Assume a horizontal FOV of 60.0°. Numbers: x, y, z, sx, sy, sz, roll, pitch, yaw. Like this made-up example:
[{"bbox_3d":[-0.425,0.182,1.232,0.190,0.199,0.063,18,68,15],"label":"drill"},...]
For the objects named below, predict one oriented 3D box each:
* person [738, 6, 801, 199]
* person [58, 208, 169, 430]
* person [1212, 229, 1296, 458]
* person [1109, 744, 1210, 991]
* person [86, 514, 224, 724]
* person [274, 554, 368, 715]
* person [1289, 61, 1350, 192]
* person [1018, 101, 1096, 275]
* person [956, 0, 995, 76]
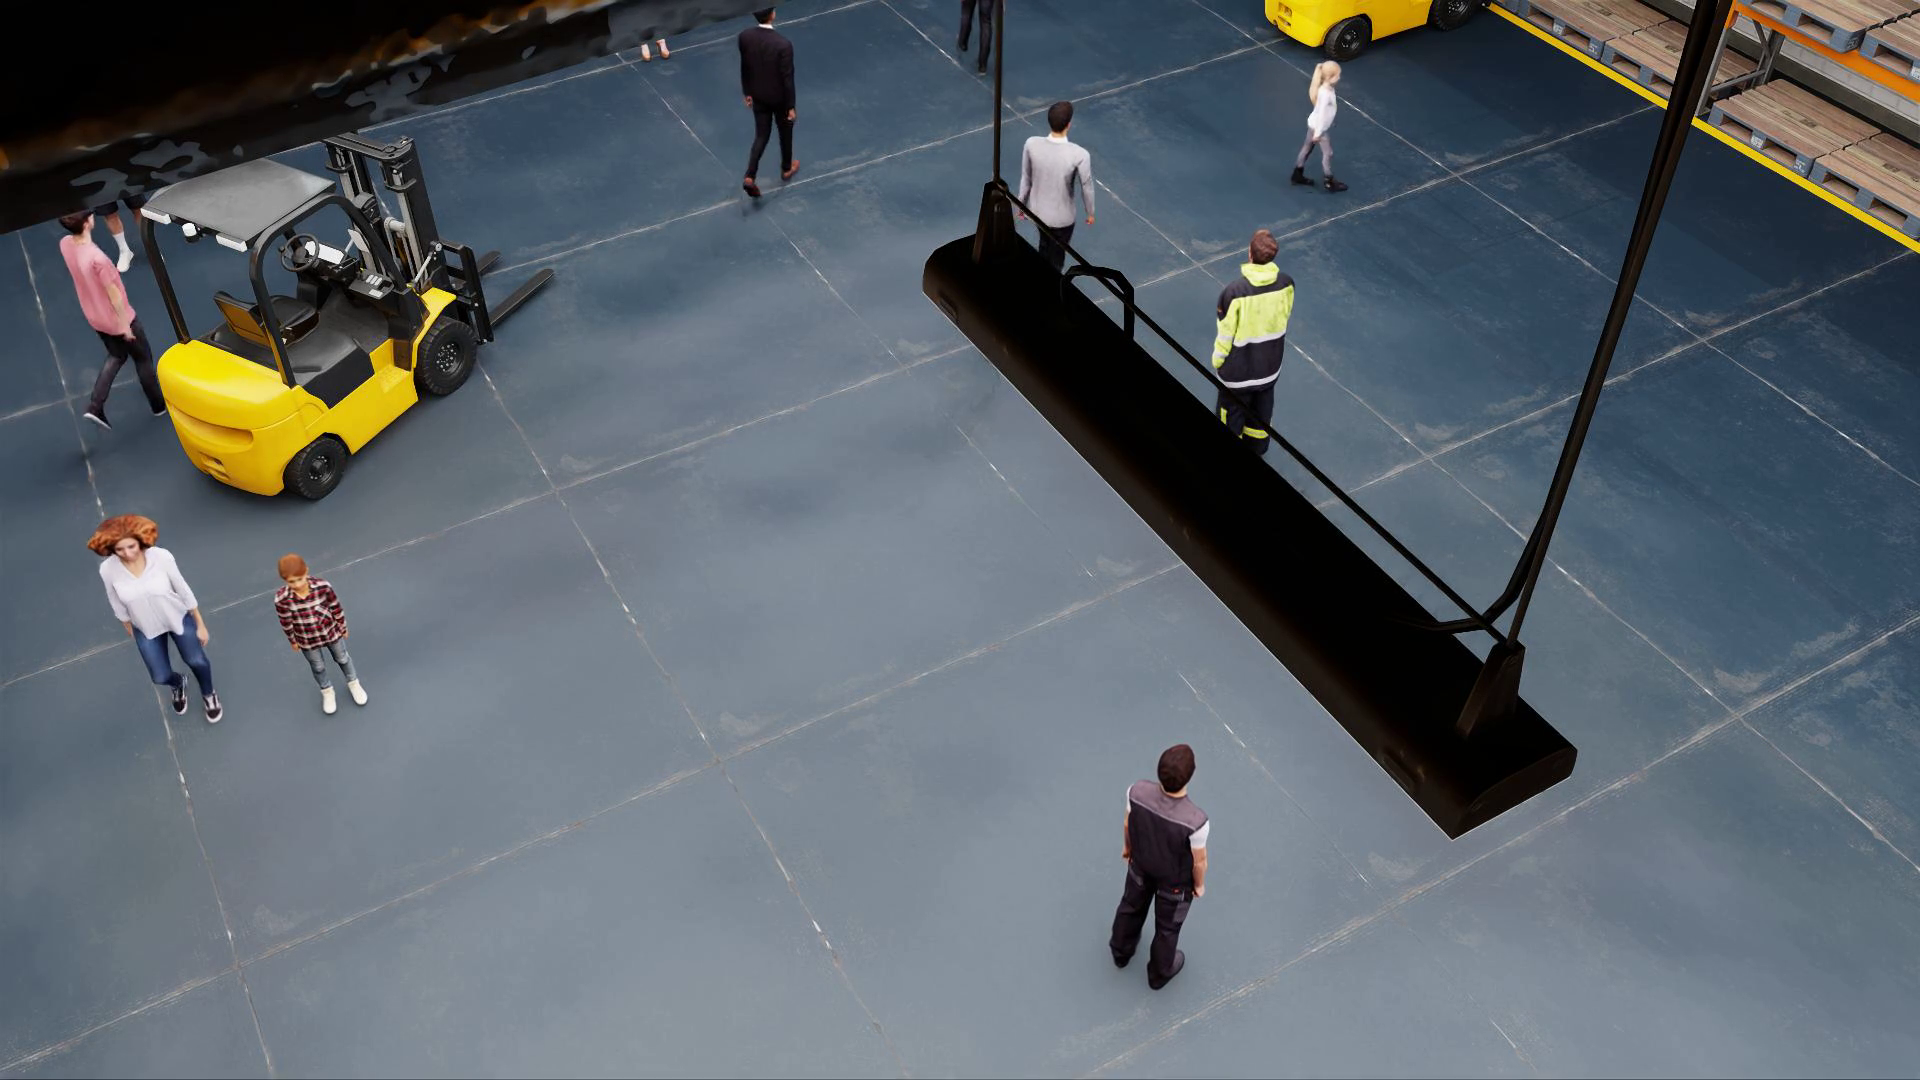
[{"bbox_3d":[-1.747,-3.951,14.934,1.174,1.860,1.160,17,46,17],"label":"person"},{"bbox_3d":[-6.424,-1.615,12.424,1.056,1.940,1.039,18,47,18],"label":"person"},{"bbox_3d":[2.108,-1.379,12.147,0.794,1.980,0.670,-17,46,-17],"label":"person"},{"bbox_3d":[1.086,1.757,8.954,0.672,1.843,0.798,28,50,26],"label":"person"},{"bbox_3d":[-5.000,0.440,10.440,0.685,1.702,0.670,-15,46,-15],"label":"person"},{"bbox_3d":[-4.093,0.570,10.591,0.538,1.304,0.512,-18,46,-18],"label":"person"},{"bbox_3d":[3.217,-3.783,15.192,0.785,1.260,0.777,1,44,1],"label":"person"},{"bbox_3d":[0.724,-2.629,13.514,1.026,1.904,1.069,18,46,18],"label":"person"},{"bbox_3d":[0.212,-5.528,16.657,0.880,1.766,1.065,-5,44,-6],"label":"person"}]
